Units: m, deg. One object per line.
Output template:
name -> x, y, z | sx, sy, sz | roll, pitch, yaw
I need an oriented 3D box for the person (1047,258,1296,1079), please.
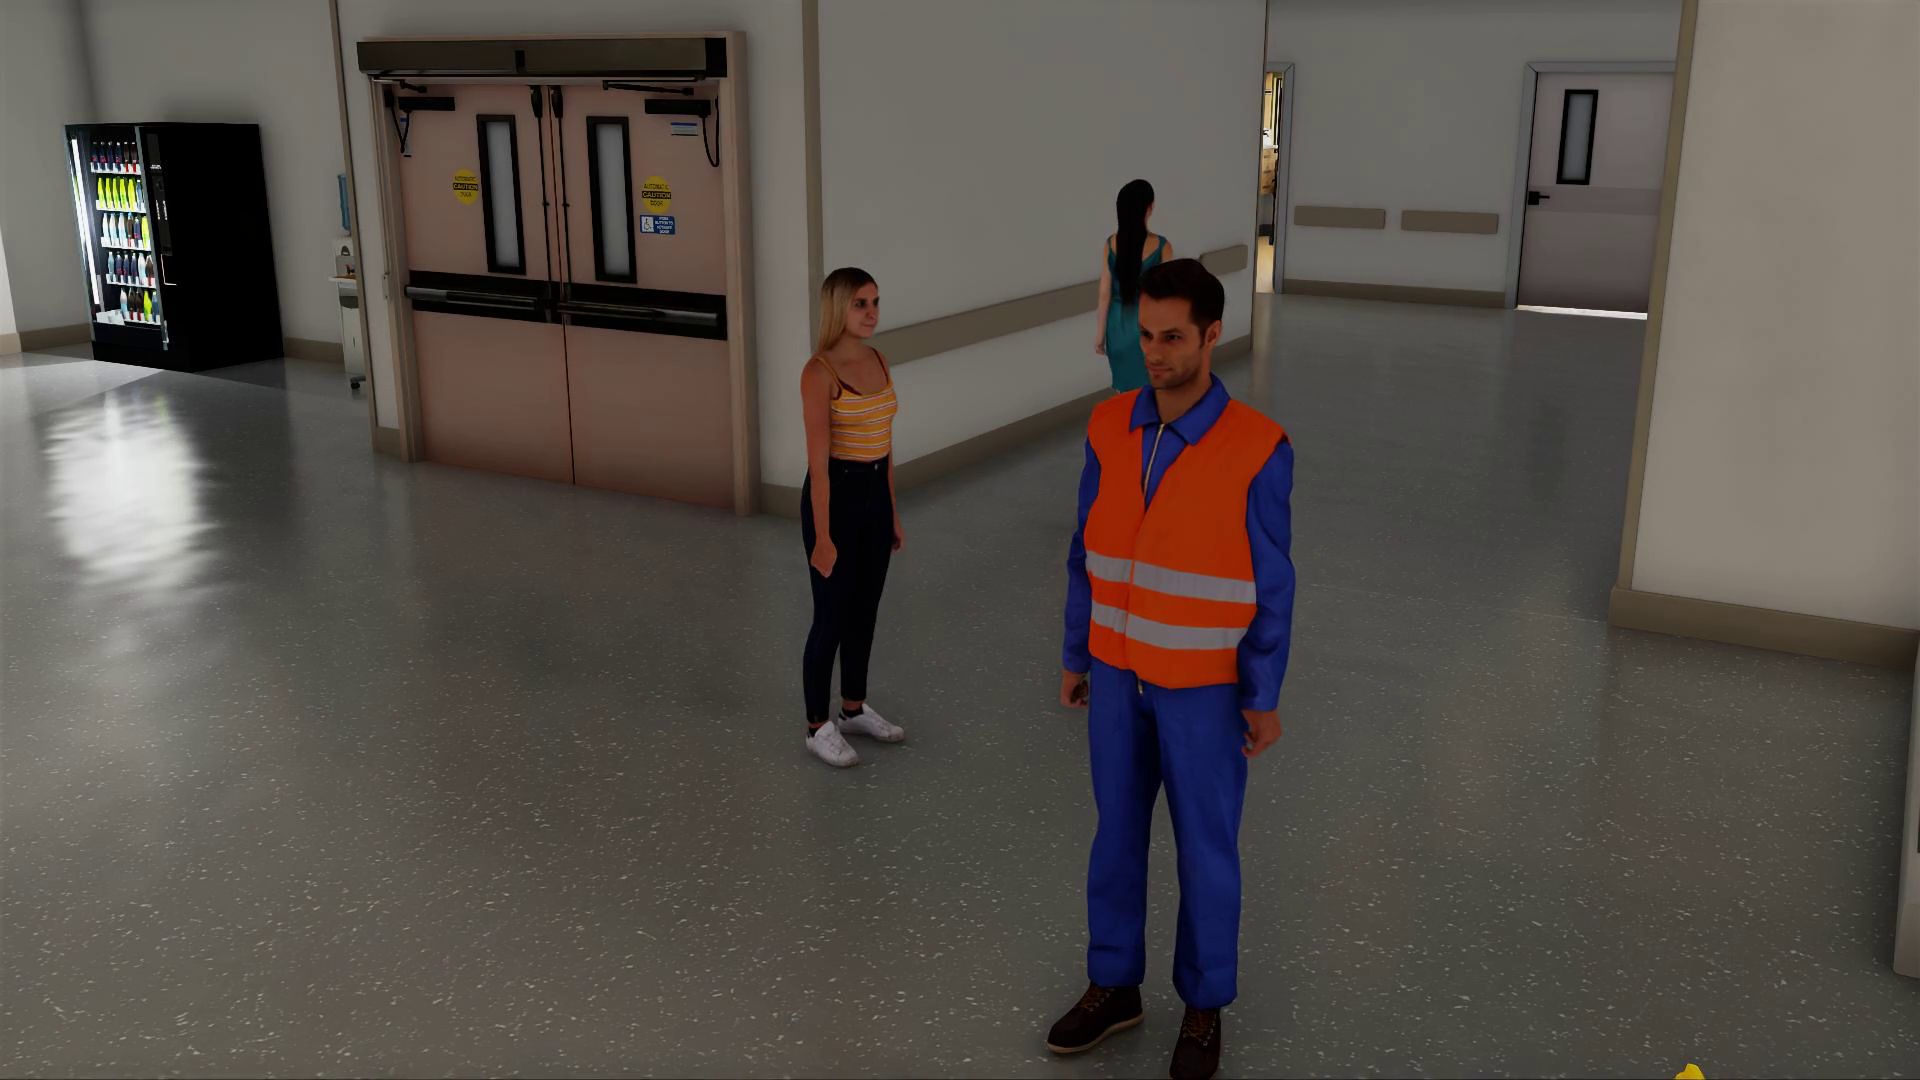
person -> 0.463, 0.304, 3.696 | 0.524, 1.859, 0.739 | 9, 18, 30

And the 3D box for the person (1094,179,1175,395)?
person -> 0.900, -1.024, 8.814 | 1.009, 1.637, 0.722 | 6, 17, 21

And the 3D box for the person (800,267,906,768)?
person -> -0.367, -0.085, 5.500 | 0.525, 1.627, 0.594 | 11, 19, 35
